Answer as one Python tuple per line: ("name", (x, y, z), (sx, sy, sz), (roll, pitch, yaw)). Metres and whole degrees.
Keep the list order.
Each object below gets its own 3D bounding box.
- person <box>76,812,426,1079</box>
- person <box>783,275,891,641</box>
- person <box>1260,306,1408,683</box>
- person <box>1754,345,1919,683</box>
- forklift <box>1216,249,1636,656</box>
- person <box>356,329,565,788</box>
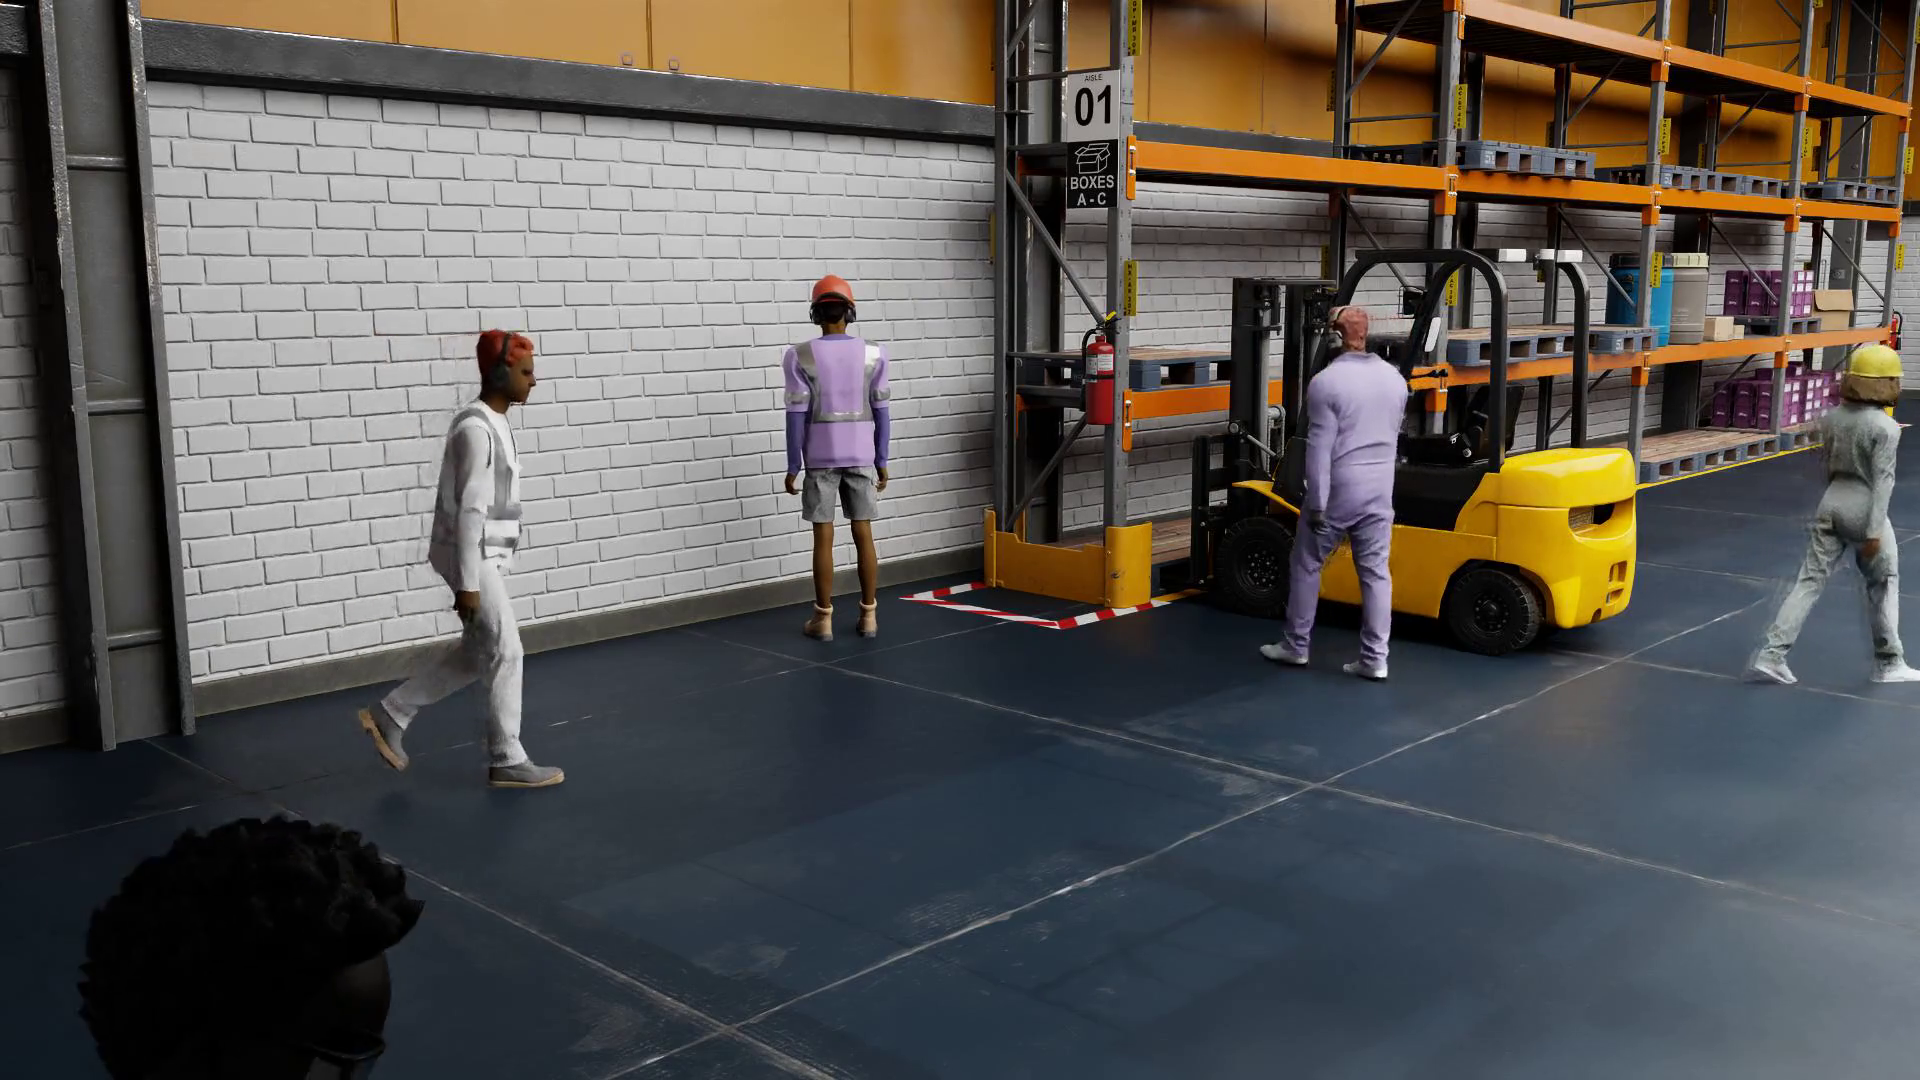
("person", (-0.691, 1.033, 1.315), (0.386, 1.663, 0.676), (9, 13, 43))
("person", (-0.693, -0.451, 9.300), (0.605, 2.034, 0.392), (-3, 10, -17))
("person", (1.914, -0.244, 8.496), (0.659, 1.880, 0.812), (-5, 10, -26))
("person", (4.404, -0.115, 8.231), (0.881, 1.703, 0.486), (-3, 10, -19))
("forklift", (2.710, -0.584, 9.626), (2.313, 2.155, 1.214), (9, 13, 43))
("person", (-2.004, 0.090, 6.577), (0.717, 1.854, 0.585), (-1, 9, -8))
